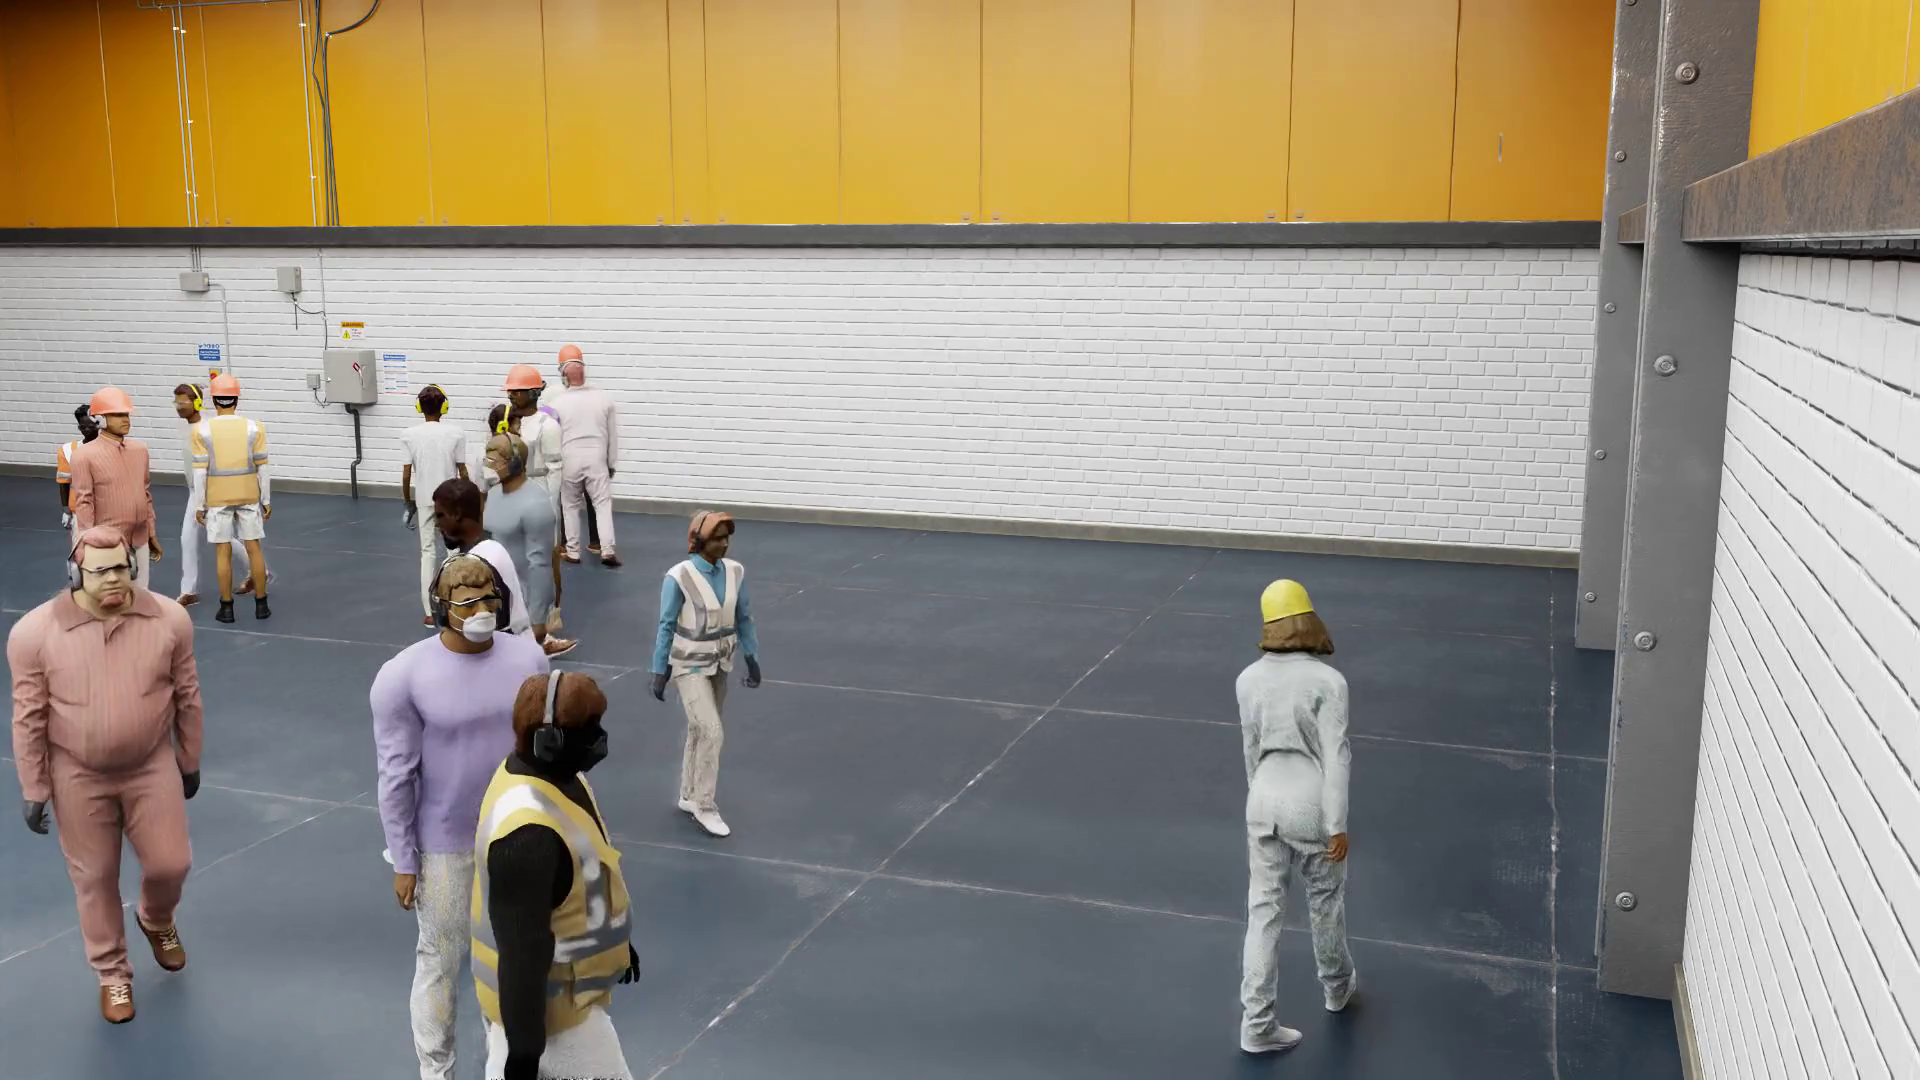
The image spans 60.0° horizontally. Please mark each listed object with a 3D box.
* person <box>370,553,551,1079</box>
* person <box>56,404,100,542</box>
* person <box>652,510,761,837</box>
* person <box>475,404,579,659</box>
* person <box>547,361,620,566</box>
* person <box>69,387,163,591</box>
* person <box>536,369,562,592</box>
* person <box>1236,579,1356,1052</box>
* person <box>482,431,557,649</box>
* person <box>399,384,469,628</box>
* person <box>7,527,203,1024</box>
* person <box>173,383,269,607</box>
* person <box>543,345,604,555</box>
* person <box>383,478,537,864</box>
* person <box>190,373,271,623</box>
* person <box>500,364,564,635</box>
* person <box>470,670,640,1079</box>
[{"bbox_3d":[-1.597,0.996,5.496,0.371,1.941,0.627,10,14,44],"label":"person"},{"bbox_3d":[-6.761,-0.224,13.044,0.540,1.697,0.317,-5,11,-25],"label":"person"},{"bbox_3d":[-1.242,0.656,8.288,0.634,1.613,0.555,7,12,35],"label":"person"},{"bbox_3d":[-3.198,-0.053,11.765,0.939,1.815,0.494,0,10,-2],"label":"person"},{"bbox_3d":[-3.431,-0.690,15.185,0.673,1.879,0.680,-5,11,-26],"label":"person"},{"bbox_3d":[-5.552,-0.010,11.001,0.375,1.997,0.611,3,11,17],"label":"person"},{"bbox_3d":[-3.551,-0.481,13.812,0.361,1.940,0.543,5,11,24],"label":"person"},{"bbox_3d":[1.273,0.998,6.174,0.552,1.682,0.808,8,13,39],"label":"person"},{"bbox_3d":[-2.384,0.354,9.153,0.512,1.925,0.648,-8,13,-40],"label":"person"},{"bbox_3d":[-4.010,-0.258,12.753,0.521,1.873,0.335,-2,10,-10],"label":"person"},{"bbox_3d":[-3.220,0.875,6.328,0.659,1.895,0.461,-7,12,-34],"label":"person"},{"bbox_3d":[-6.113,-0.382,13.618,0.503,1.829,0.863,6,11,29],"label":"person"},{"bbox_3d":[-3.625,-0.838,15.668,0.612,1.995,0.376,-7,12,-34],"label":"person"},{"bbox_3d":[-2.178,0.641,7.760,0.981,1.852,0.721,-5,11,-27],"label":"person"},{"bbox_3d":[-5.661,-0.325,12.941,0.553,1.935,0.364,-6,12,-30],"label":"person"},{"bbox_3d":[-3.216,-0.292,12.452,0.605,2.045,0.381,10,14,43],"label":"person"},{"bbox_3d":[-1.024,1.225,4.589,0.931,1.792,0.642,-2,10,-13],"label":"person"}]
